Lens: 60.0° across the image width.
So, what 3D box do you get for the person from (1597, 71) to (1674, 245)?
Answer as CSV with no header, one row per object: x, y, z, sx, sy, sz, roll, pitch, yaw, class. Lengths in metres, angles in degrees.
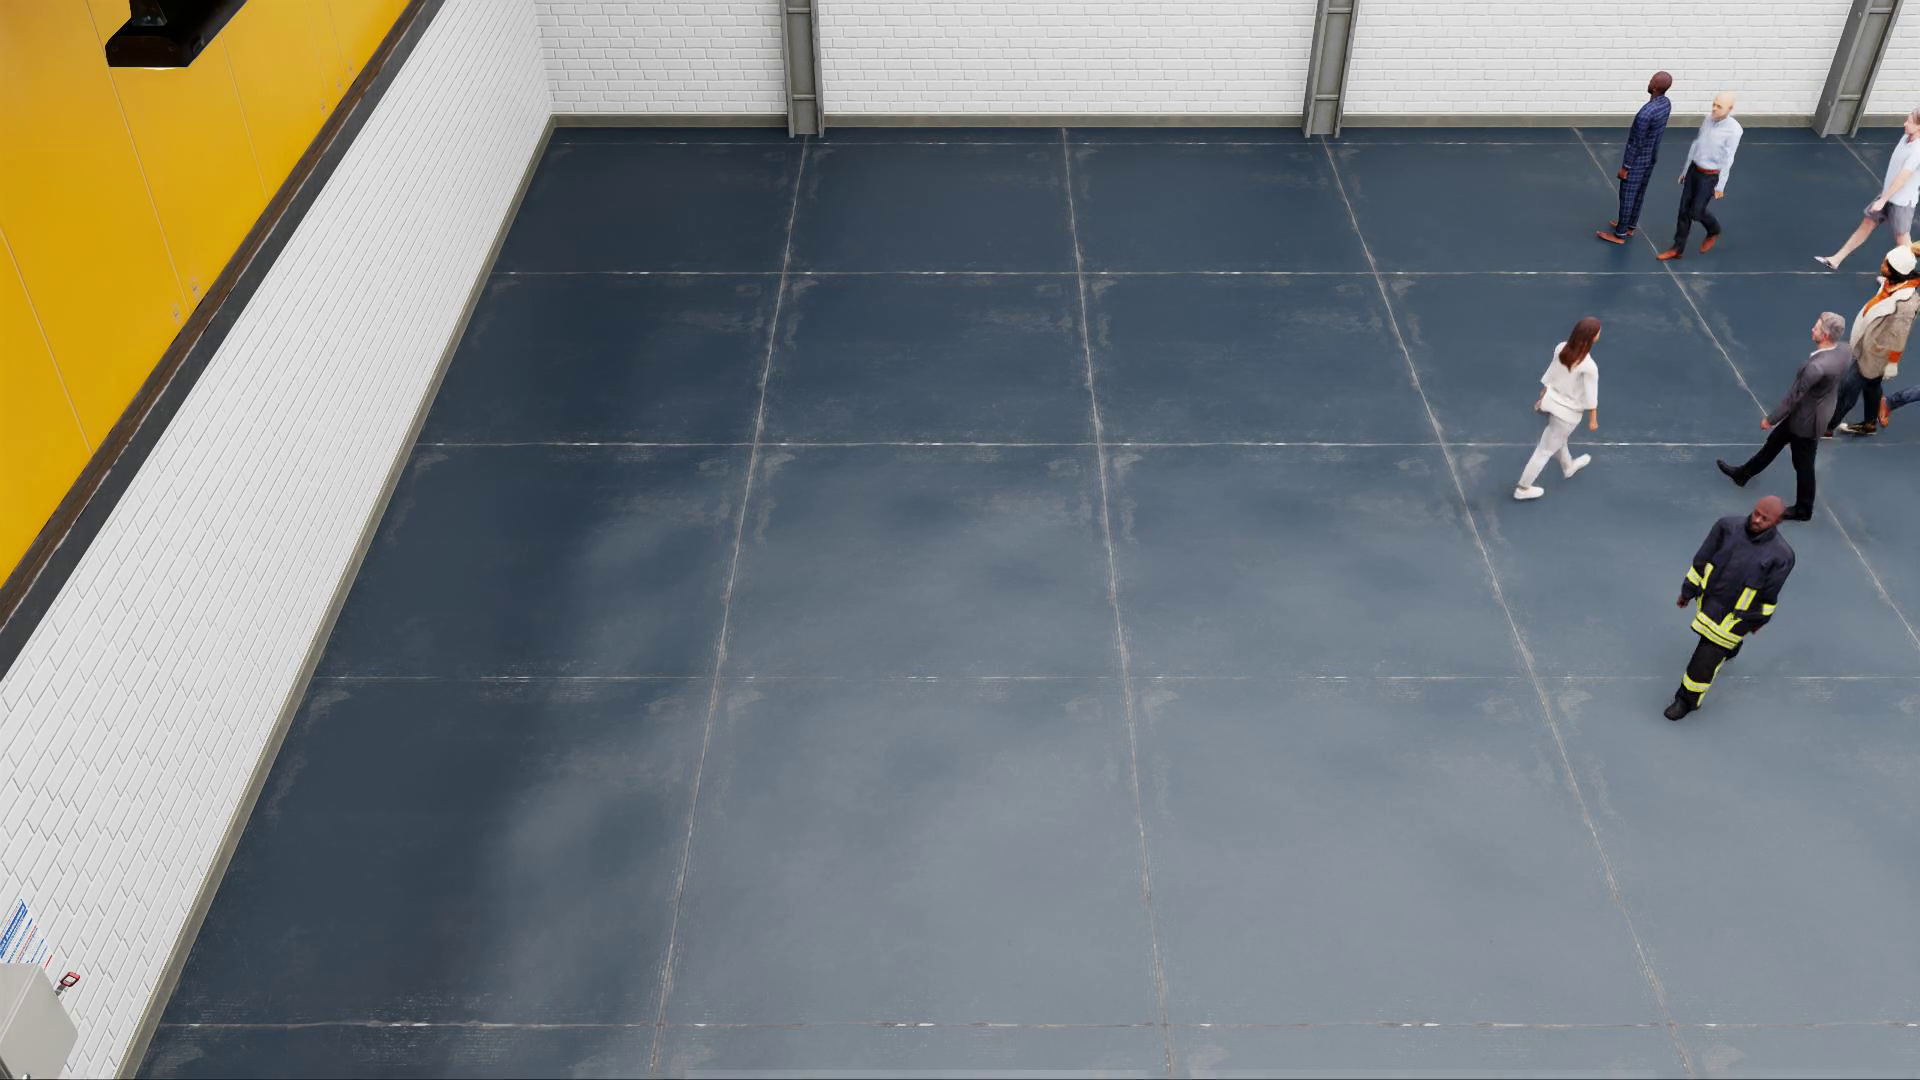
6.916,-3.894,16.884,0.817,1.820,0.761,31,48,33,person

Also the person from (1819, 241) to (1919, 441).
7.870,-1.641,14.017,0.995,1.877,0.838,8,39,10,person

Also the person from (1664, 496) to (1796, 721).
5.396,0.370,11.570,1.315,1.787,1.152,-22,44,-25,person

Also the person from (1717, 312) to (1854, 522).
6.802,-0.935,13.195,1.242,1.799,1.162,25,45,28,person

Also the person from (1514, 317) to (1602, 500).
4.791,-1.023,13.422,1.108,1.653,0.866,-13,40,-16,person

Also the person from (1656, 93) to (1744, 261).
7.465,-3.615,16.569,1.007,1.777,0.852,-15,41,-18,person

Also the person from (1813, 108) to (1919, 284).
9.221,-3.291,16.154,1.140,1.788,0.720,3,39,4,person
